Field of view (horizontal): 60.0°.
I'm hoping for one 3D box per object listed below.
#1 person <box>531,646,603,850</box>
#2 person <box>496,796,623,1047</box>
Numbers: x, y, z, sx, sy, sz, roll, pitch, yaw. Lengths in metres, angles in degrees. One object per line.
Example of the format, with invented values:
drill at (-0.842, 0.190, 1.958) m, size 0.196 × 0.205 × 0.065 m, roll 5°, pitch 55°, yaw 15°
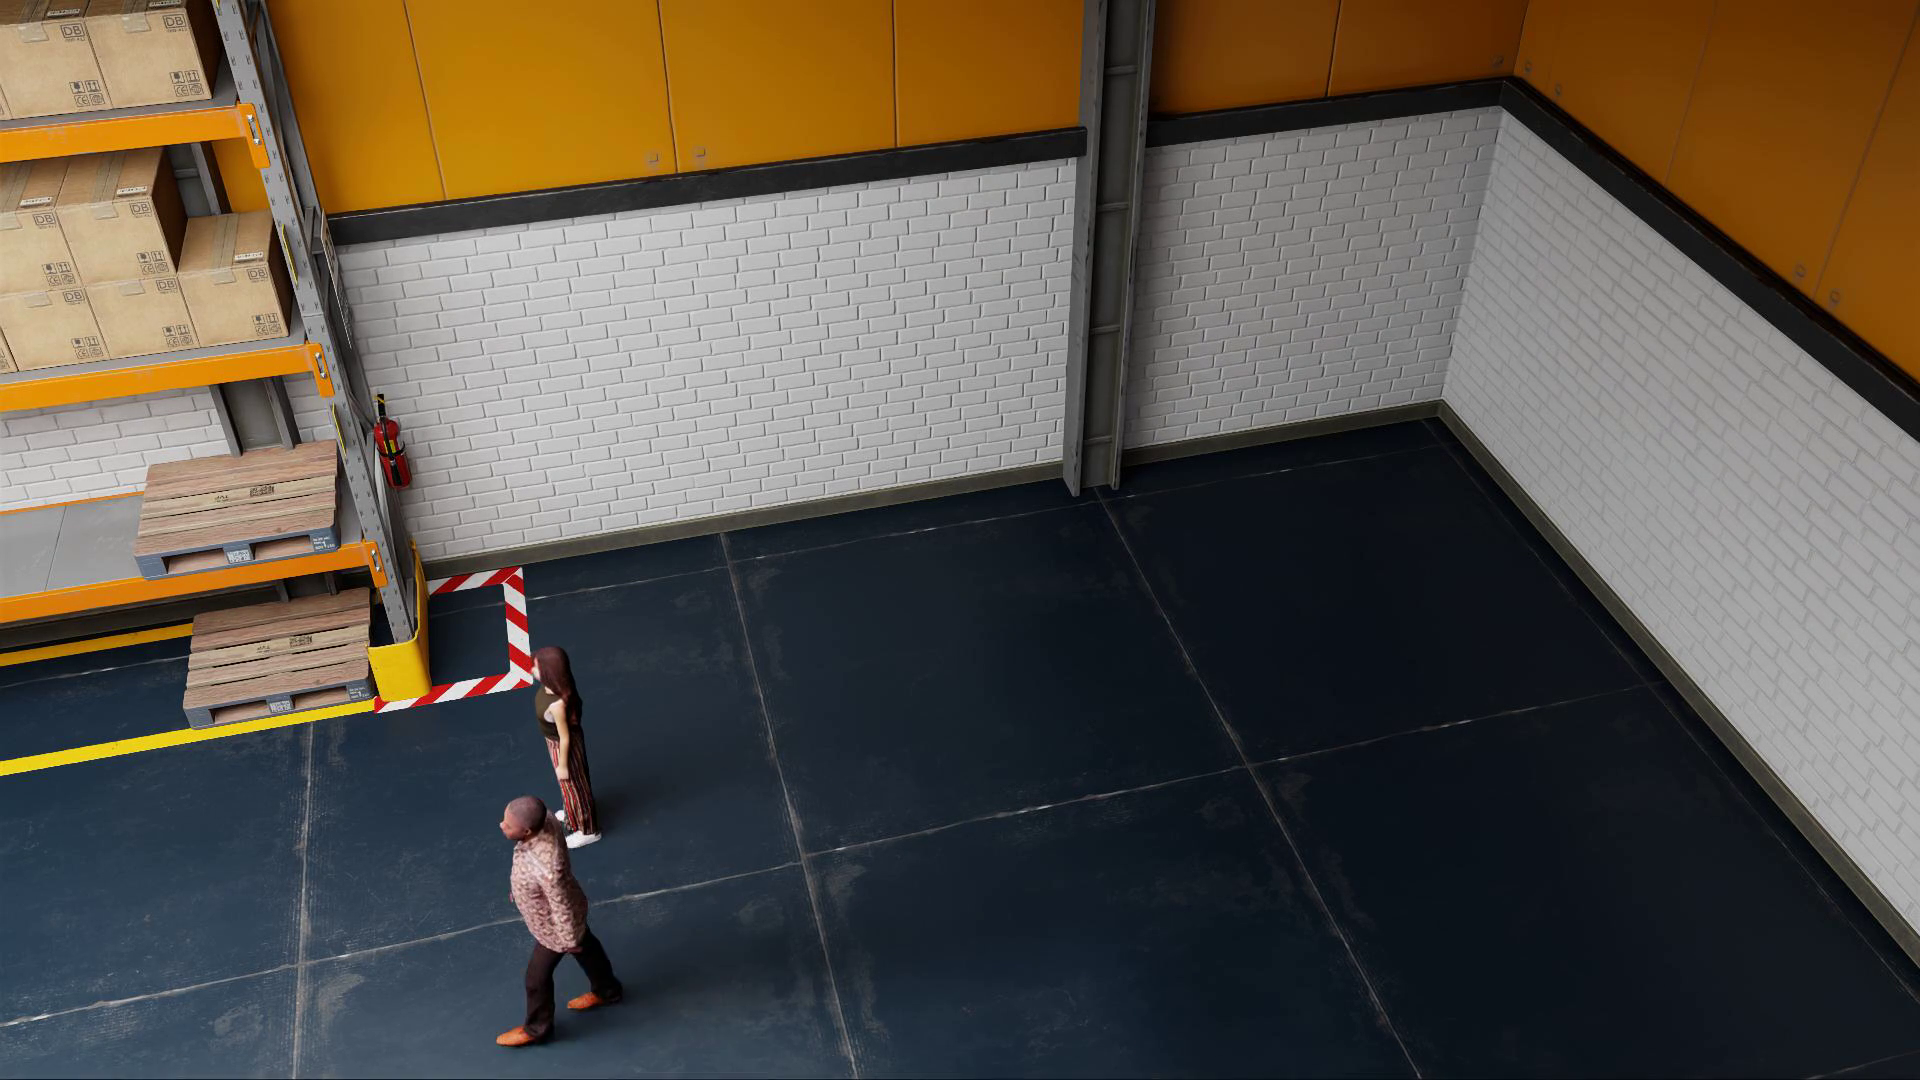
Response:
person at (-2.393, 1.230, 10.085) m, size 0.520 × 1.564 × 0.549 m, roll -11°, pitch 40°, yaw -14°
person at (-2.089, 1.992, 8.955) m, size 0.931 × 1.783 × 0.707 m, roll -7°, pitch 39°, yaw -9°
